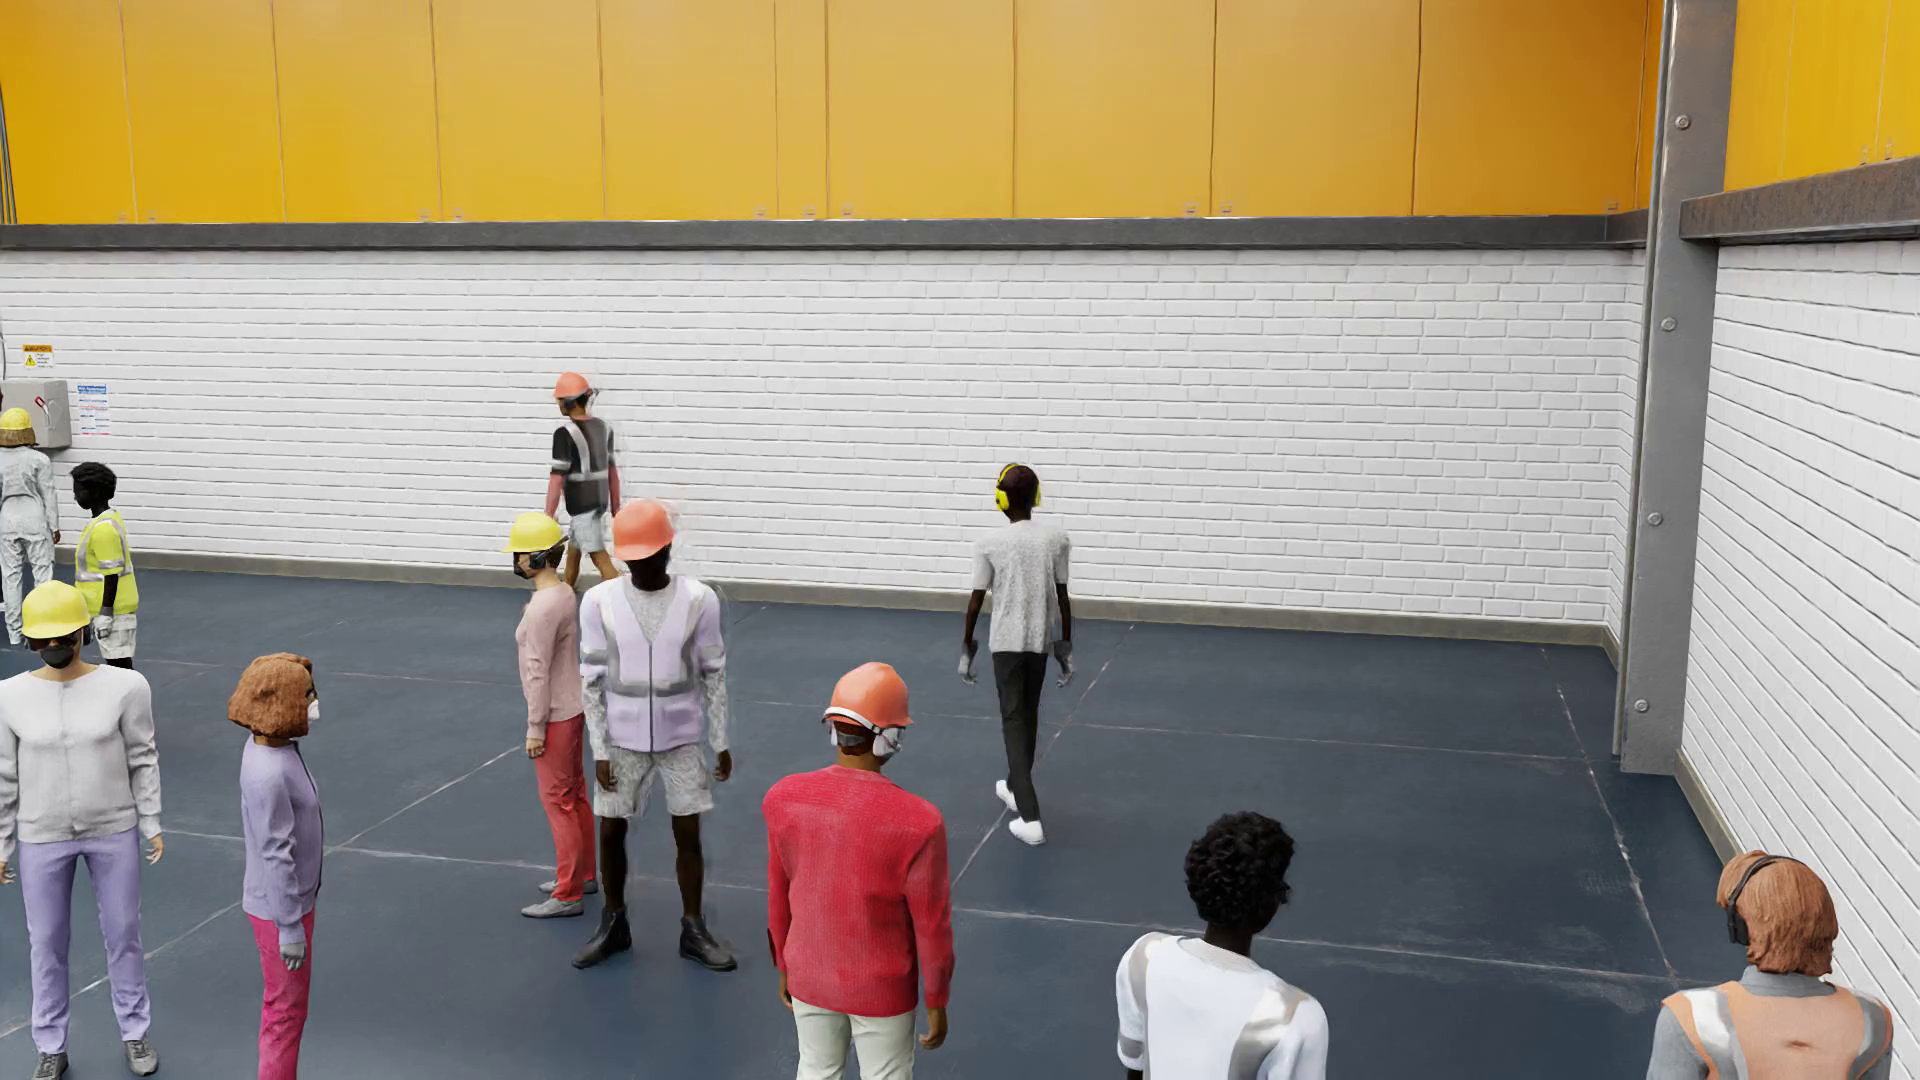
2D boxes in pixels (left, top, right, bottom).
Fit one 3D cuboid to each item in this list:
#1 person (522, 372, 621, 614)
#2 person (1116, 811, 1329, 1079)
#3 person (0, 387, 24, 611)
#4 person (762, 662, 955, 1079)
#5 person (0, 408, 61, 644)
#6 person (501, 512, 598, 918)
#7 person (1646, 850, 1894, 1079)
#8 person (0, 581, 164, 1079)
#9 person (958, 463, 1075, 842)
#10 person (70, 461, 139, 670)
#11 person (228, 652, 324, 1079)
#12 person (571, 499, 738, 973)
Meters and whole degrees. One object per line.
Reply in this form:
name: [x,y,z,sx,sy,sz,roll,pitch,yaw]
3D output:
person: [-2.874,-0.268,12.523,1.069,1.980,0.625,3,10,19]
person: [0.549,1.404,3.547,0.319,1.691,0.540,-9,13,-42]
person: [-7.797,-0.380,13.371,0.596,1.918,0.385,8,13,40]
person: [-0.269,1.195,4.625,0.571,1.739,0.355,5,11,25]
person: [-6.875,-0.100,12.239,0.487,1.744,0.294,-1,10,-7]
person: [-1.780,0.750,7.192,0.342,1.756,0.518,-1,10,-3]
person: [1.649,1.448,3.456,0.526,1.632,0.311,-1,10,-6]
person: [-3.005,1.004,5.668,0.535,1.767,0.315,-5,11,-27]
person: [0.263,0.534,8.254,0.549,1.828,0.813,-3,10,-19]
person: [-4.855,0.391,9.481,0.318,1.697,0.532,-5,11,-27]
person: [-2.095,1.150,5.198,0.269,1.632,0.509,-4,10,-21]
person: [-1.212,0.790,6.551,0.773,1.914,0.432,-2,10,-9]
